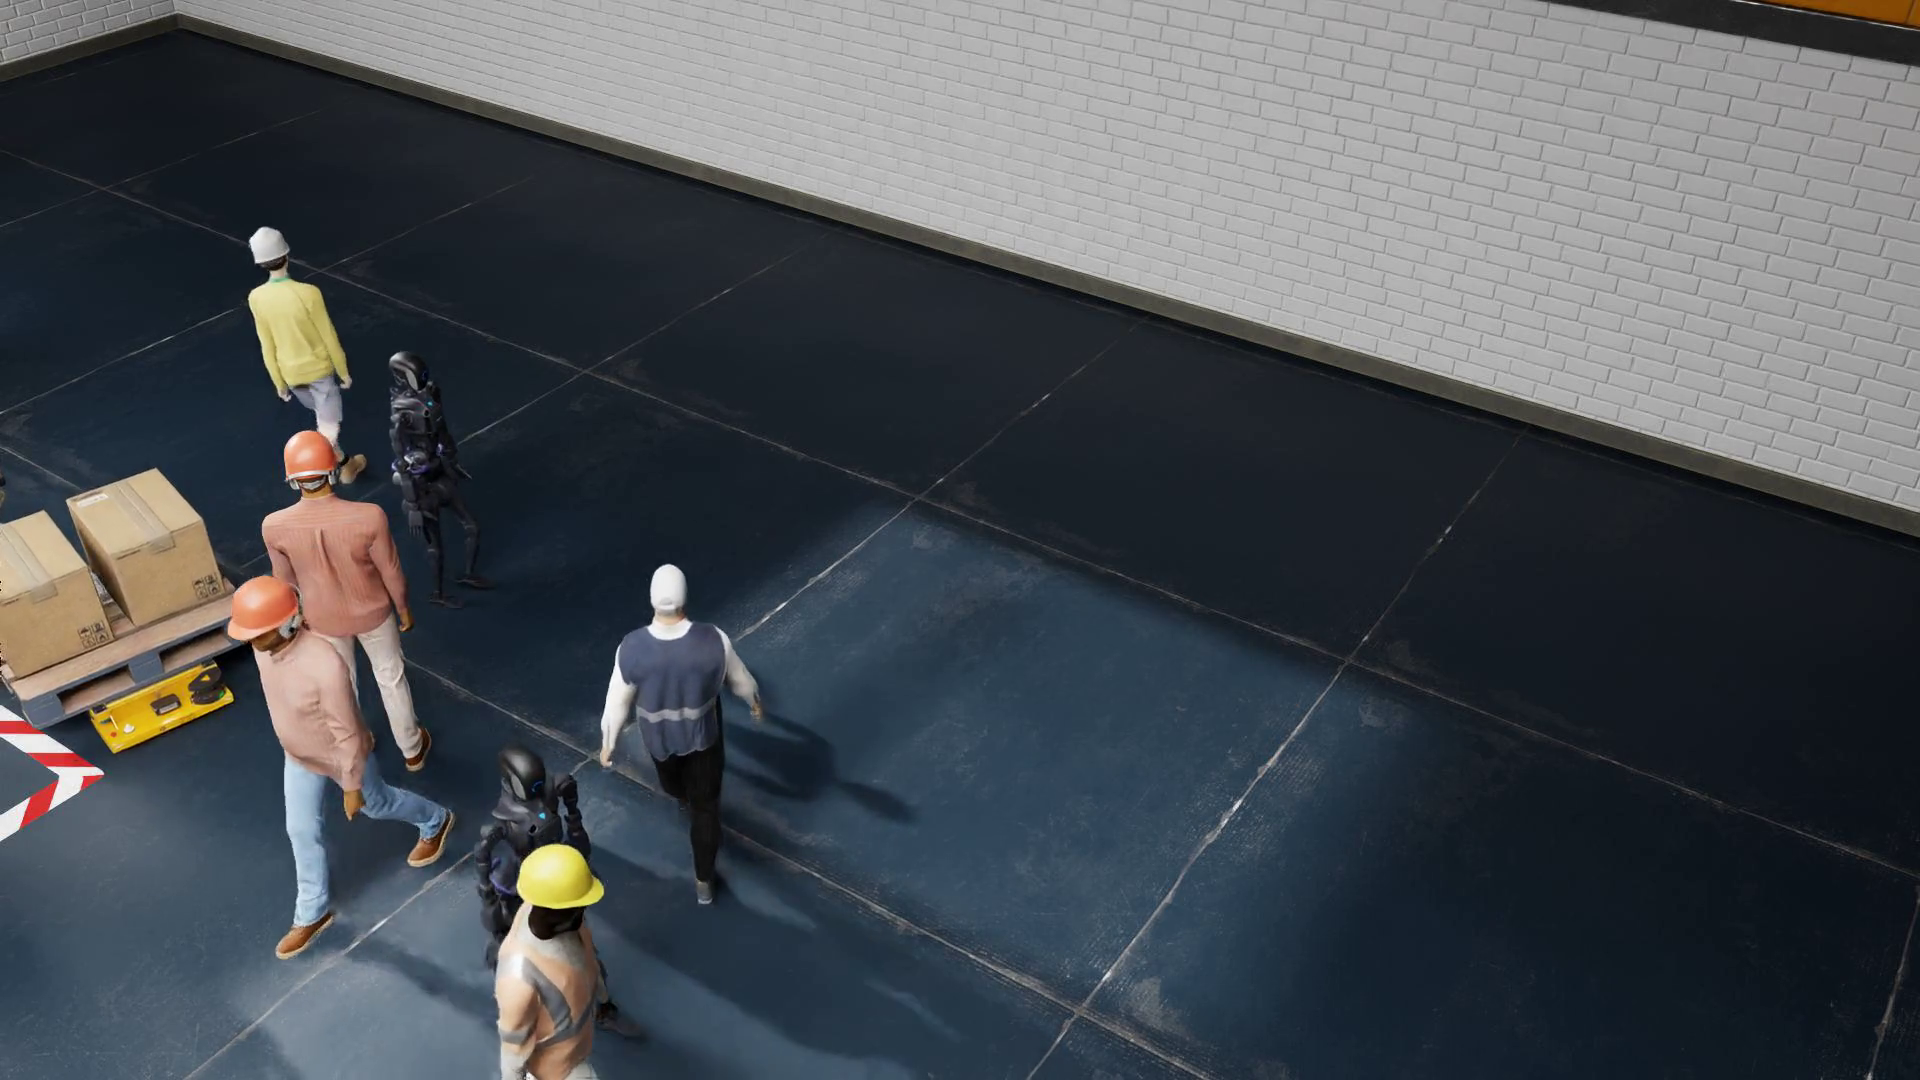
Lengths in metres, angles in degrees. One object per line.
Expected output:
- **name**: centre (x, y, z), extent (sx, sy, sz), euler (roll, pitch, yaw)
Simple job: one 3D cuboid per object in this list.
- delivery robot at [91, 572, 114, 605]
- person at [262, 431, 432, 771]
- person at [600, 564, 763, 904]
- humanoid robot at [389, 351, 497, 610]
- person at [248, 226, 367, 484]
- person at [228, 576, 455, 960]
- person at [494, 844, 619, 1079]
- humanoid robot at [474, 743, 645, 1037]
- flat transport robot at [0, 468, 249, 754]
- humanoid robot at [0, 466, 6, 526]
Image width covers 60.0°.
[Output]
- **delivery robot**: centre (-4.977, 0.394, 9.431), extent (0.747, 0.572, 0.499), euler (0, 35, 0)
- **person**: centre (-3.038, 0.342, 8.283), extent (0.610, 1.986, 0.401), euler (-4, 35, -6)
- **person**: centre (-1.311, 0.825, 7.831), extent (0.766, 1.701, 0.926), euler (-4, 35, -6)
- **humanoid robot**: centre (-3.002, -0.326, 9.497), extent (0.363, 1.647, 0.610), euler (6, 35, 9)
- **person**: centre (-4.089, -1.026, 10.347), extent (0.489, 1.860, 0.842), euler (3, 35, 4)
- **person**: centre (-2.820, 0.911, 7.515), extent (0.634, 1.946, 1.014), euler (19, 39, 25)
- **person**: centre (-1.515, 1.846, 6.238), extent (0.987, 1.864, 0.607), euler (4, 35, 5)
- **humanoid robot**: centre (-1.726, 1.491, 6.922), extent (0.690, 1.630, 0.614), euler (22, 41, 28)
- **flat transport robot**: centre (-4.690, 0.644, 9.342), extent (0.659, 0.231, 1.431), euler (-27, 43, -33)
- **humanoid robot**: centre (-5.558, -0.185, 9.280), extent (0.541, 1.834, 0.678), euler (-23, 41, -29)
